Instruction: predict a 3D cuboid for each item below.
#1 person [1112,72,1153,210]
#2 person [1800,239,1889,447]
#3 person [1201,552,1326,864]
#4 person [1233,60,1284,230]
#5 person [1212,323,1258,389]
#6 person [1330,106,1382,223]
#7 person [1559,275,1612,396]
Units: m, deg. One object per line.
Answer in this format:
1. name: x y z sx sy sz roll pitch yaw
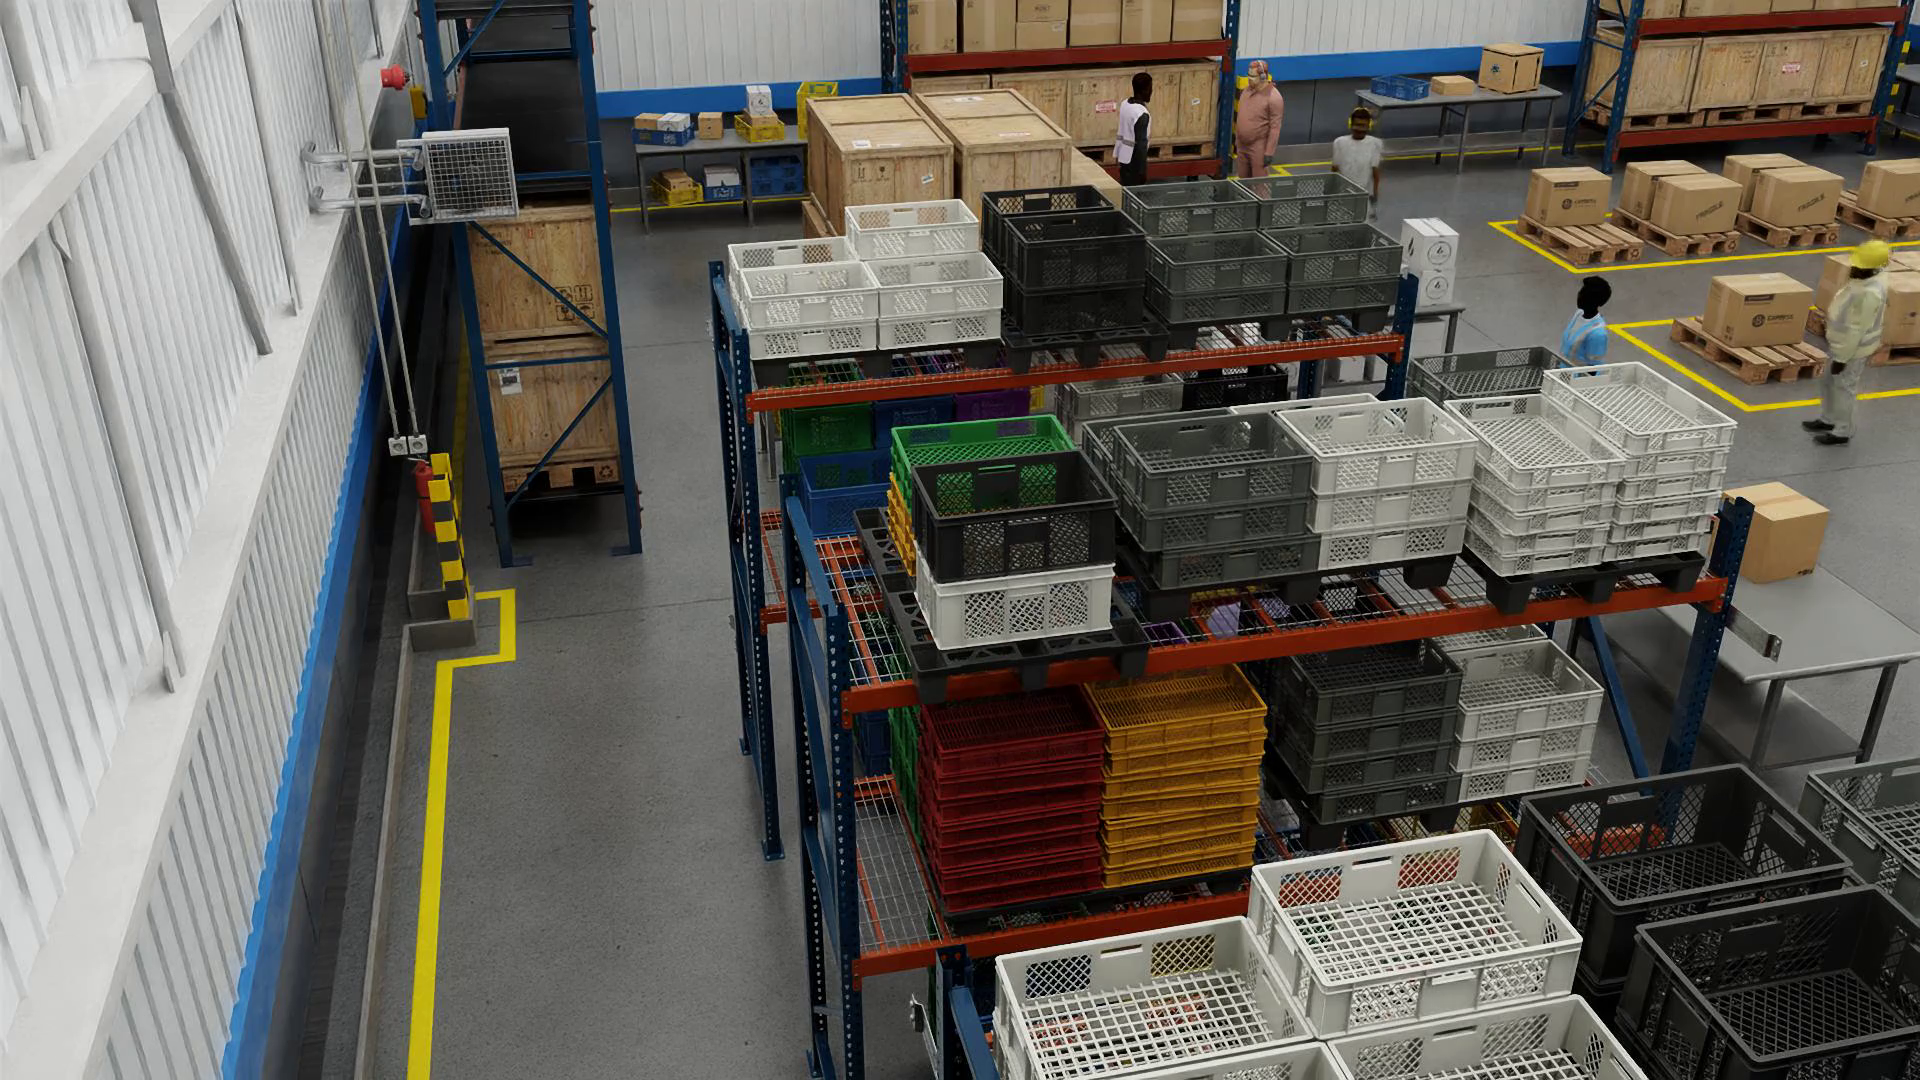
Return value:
1. person: 1.870 -4.109 18.072 0.385 1.912 0.592 -8 29 -14
2. person: 7.160 -1.578 13.390 0.435 1.796 0.628 9 29 17
3. person: 1.543 0.895 8.551 0.634 1.933 0.371 -1 28 -1
4. person: 3.286 -4.416 18.662 0.406 1.902 0.638 -16 32 -27
5. person: 2.091 -1.273 12.716 0.355 1.883 0.576 18 33 30
6. person: 4.002 -3.474 16.912 0.544 1.867 0.352 2 28 4
7. person: 4.749 -1.220 12.810 0.318 1.700 0.535 0 28 0
